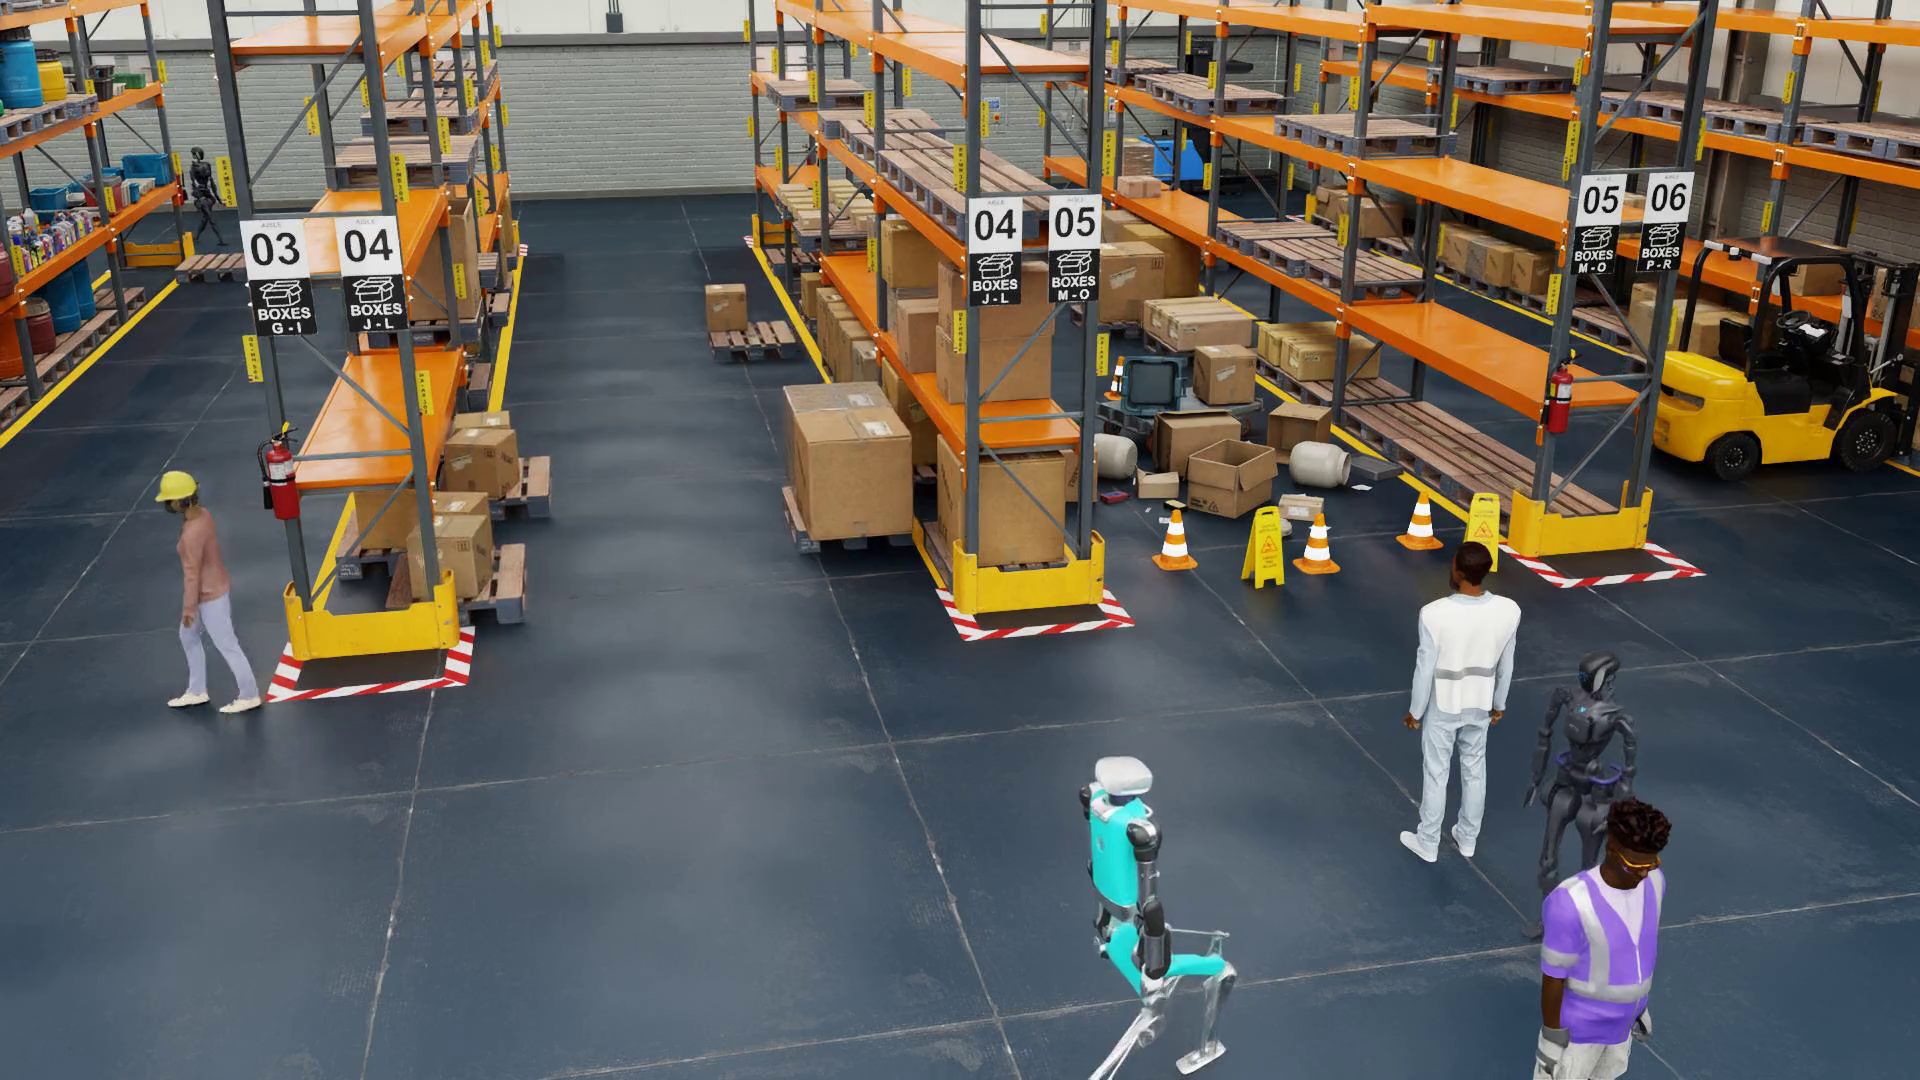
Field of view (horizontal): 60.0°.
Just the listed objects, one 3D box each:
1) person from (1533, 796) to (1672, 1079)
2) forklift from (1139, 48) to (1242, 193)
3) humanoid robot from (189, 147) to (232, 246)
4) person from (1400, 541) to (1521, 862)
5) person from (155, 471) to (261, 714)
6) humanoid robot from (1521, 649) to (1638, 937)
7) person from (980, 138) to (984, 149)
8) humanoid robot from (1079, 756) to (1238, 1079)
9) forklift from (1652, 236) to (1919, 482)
[{"bbox_3d":[2.544,1.904,6.651,0.601,1.957,0.375,-11,23,-27],"label":"person"},{"bbox_3d":[4.566,-8.313,32.860,1.873,2.768,1.129,-4,21,-12],"label":"forklift"},{"bbox_3d":[-12.558,-5.709,27.645,0.790,1.637,0.591,4,21,10],"label":"humanoid robot"},{"bbox_3d":[2.810,0.916,9.365,0.595,1.921,0.386,-4,21,-11],"label":"person"},{"bbox_3d":[-5.125,0.373,11.079,0.725,1.733,0.549,-7,21,-17],"label":"person"},{"bbox_3d":[3.281,1.299,8.700,0.622,1.631,0.611,-13,24,-32],"label":"humanoid robot"},{"bbox_3d":[0.299,-7.025,31.060,0.321,1.698,0.536,-1,20,-2],"label":"person"},{"bbox_3d":[0.915,1.745,7.454,1.047,1.756,0.557,-10,22,-24],"label":"humanoid robot"},{"bbox_3d":[8.013,-1.814,16.330,2.313,2.155,1.214,-4,21,-12],"label":"forklift"}]
